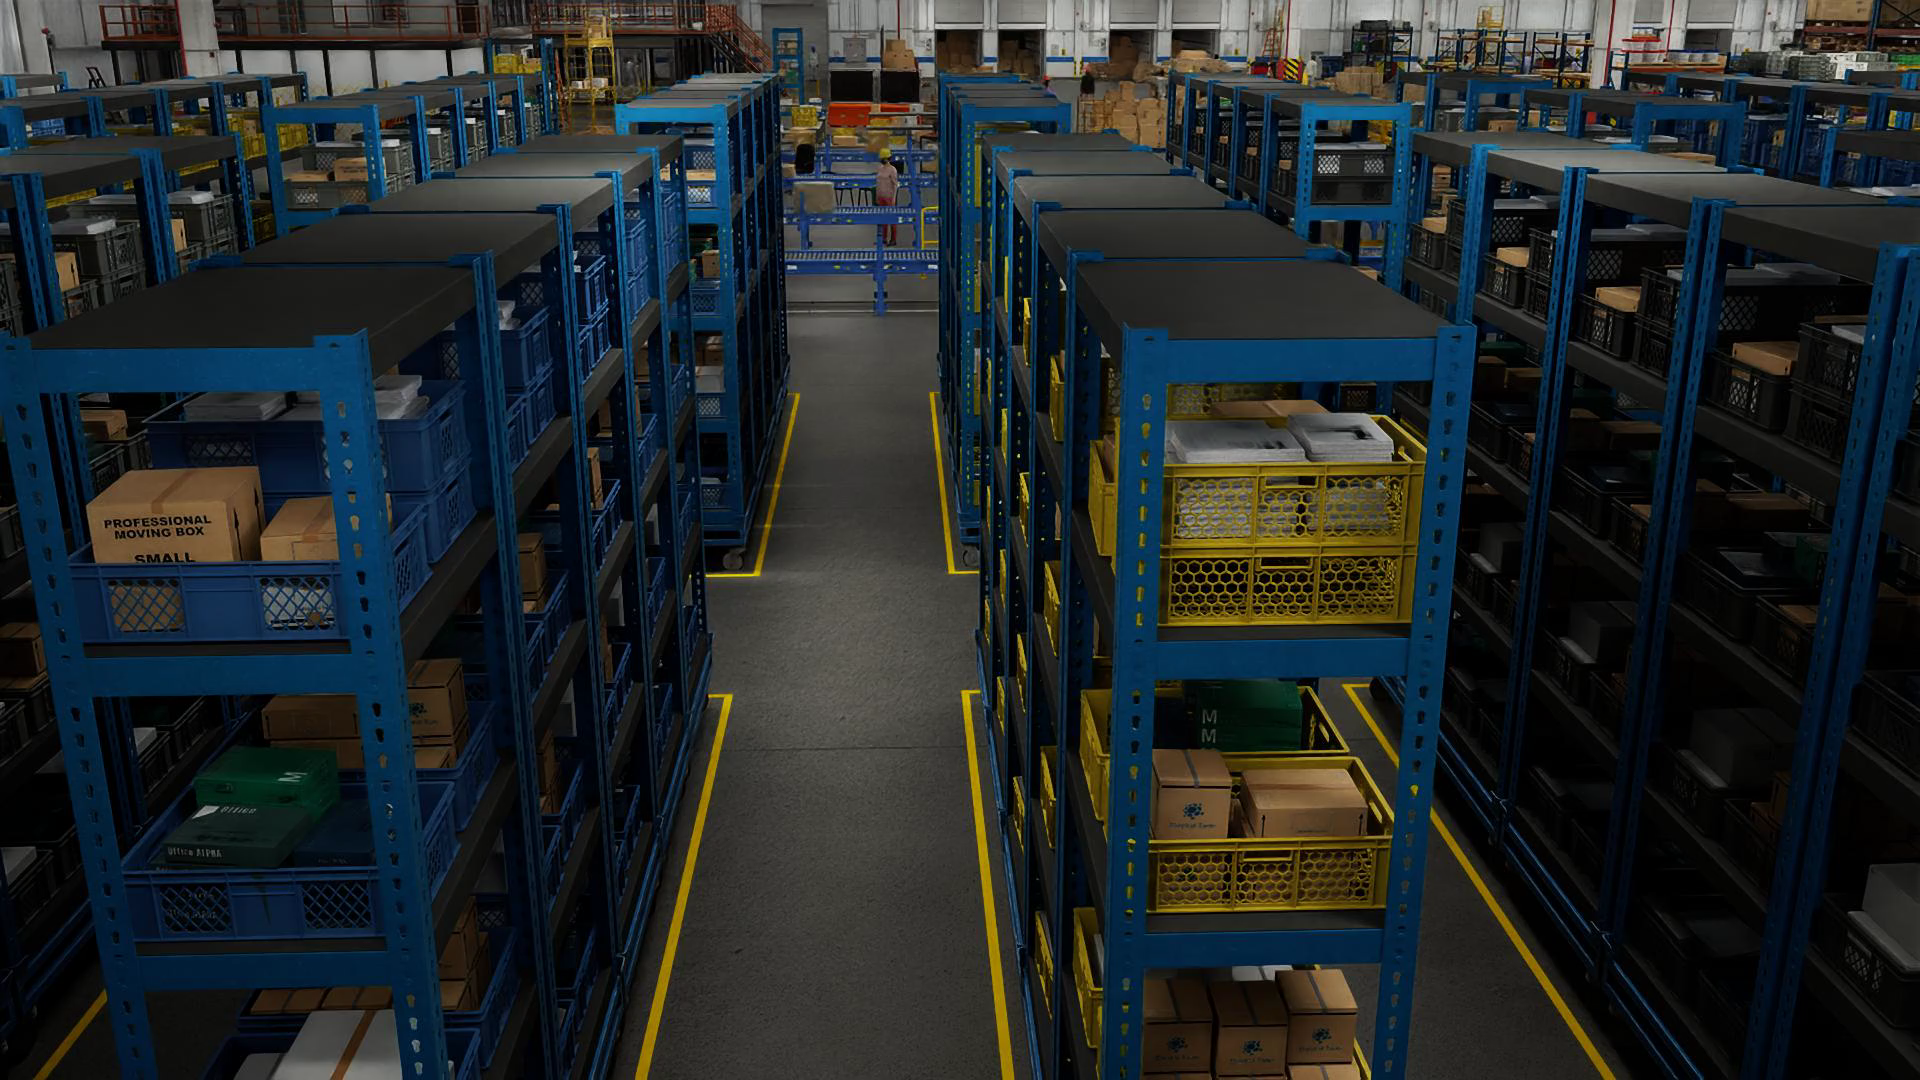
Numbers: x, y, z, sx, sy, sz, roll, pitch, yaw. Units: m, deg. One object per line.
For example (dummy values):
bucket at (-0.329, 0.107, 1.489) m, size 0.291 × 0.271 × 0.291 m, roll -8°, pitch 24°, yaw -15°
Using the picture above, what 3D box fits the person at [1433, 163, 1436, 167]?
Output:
person at (12.263, -10.369, 43.322) m, size 0.543 × 1.649 × 0.887 m, roll 0°, pitch 18°, yaw 0°

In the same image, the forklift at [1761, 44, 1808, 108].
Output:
forklift at (31.244, -17.279, 62.732) m, size 1.129 × 2.768 × 1.873 m, roll -1°, pitch 18°, yaw -2°

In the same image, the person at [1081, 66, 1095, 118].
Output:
person at (4.976, -17.357, 64.425) m, size 0.620 × 1.975 × 0.693 m, roll 13°, pitch 22°, yaw 35°

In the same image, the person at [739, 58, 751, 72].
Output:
person at (-11.358, -24.798, 87.697) m, size 0.653 × 1.823 × 0.431 m, roll -10°, pitch 20°, yaw -28°

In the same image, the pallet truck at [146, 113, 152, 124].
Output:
pallet truck at (-18.087, -8.309, 36.390) m, size 1.885 × 1.965 × 0.823 m, roll -1°, pitch 18°, yaw -4°

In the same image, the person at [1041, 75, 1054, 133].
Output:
person at (2.847, -14.385, 55.173) m, size 0.811 × 2.010 × 0.635 m, roll -11°, pitch 21°, yaw -31°

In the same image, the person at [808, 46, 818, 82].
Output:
person at (-8.287, -26.919, 94.056) m, size 0.601 × 1.948 × 0.386 m, roll -16°, pitch 24°, yaw -41°

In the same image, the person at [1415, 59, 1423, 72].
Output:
person at (20.377, -20.426, 73.990) m, size 0.372 × 1.934 × 0.627 m, roll 3°, pitch 18°, yaw 11°

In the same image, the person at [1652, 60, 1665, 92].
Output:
person at (30.171, -19.734, 71.793) m, size 0.361 × 1.964 × 0.613 m, roll -10°, pitch 20°, yaw -27°

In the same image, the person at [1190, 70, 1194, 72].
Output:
person at (9.088, -17.683, 65.809) m, size 0.580 × 1.739 × 0.542 m, roll 17°, pitch 25°, yaw 42°

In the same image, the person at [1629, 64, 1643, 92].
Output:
person at (33.502, -23.119, 82.536) m, size 0.938 × 1.801 × 0.513 m, roll 5°, pitch 19°, yaw 15°

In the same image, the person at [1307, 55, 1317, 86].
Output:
person at (16.798, -22.177, 79.422) m, size 0.374 × 1.933 × 0.621 m, roll -10°, pitch 21°, yaw -29°

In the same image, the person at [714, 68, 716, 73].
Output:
person at (-14.106, -26.800, 93.717) m, size 0.939 × 1.930 × 0.592 m, roll -6°, pitch 19°, yaw -19°

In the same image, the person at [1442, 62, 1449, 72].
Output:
person at (21.883, -20.686, 75.094) m, size 0.284 × 1.746 × 0.489 m, roll 7°, pitch 19°, yaw 20°

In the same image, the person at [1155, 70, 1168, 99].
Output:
person at (7.852, -17.347, 64.656) m, size 0.507 × 1.827 × 0.998 m, roll 15°, pitch 23°, yaw 38°

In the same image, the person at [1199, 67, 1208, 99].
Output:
person at (9.033, -16.648, 62.124) m, size 0.536 × 2.000 × 0.701 m, roll 10°, pitch 21°, yaw 29°

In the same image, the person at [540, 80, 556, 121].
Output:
person at (-15.495, -16.695, 62.523) m, size 0.349 × 1.882 × 0.584 m, roll 13°, pitch 22°, yaw 36°

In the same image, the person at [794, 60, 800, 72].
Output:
person at (-8.933, -25.899, 91.028) m, size 0.470 × 1.865 × 0.660 m, roll 7°, pitch 19°, yaw 19°

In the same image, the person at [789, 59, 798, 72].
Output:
person at (-9.016, -25.781, 90.585) m, size 0.553 × 1.936 × 0.389 m, roll -2°, pitch 18°, yaw -7°

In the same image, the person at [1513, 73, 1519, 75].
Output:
person at (19.589, -15.581, 59.016) m, size 0.466 × 1.918 × 0.563 m, roll -1°, pitch 18°, yaw -2°

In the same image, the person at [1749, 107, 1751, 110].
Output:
person at (19.105, -9.525, 40.315) m, size 0.543 × 1.888 × 0.658 m, roll -1°, pitch 18°, yaw -3°

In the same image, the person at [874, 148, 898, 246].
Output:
person at (-1.359, -6.301, 30.548) m, size 0.524 × 1.768 × 0.311 m, roll 17°, pitch 24°, yaw 42°

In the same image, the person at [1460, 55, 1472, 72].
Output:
person at (23.902, -21.930, 78.666) m, size 0.393 × 1.920 × 0.587 m, roll -14°, pitch 22°, yaw -36°

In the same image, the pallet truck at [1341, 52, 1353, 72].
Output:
pallet truck at (18.794, -23.123, 82.231) m, size 0.823 × 1.965 × 1.885 m, roll -13°, pitch 22°, yaw -35°

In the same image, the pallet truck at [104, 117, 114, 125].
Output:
pallet truck at (-18.367, -7.885, 35.078) m, size 1.885 × 1.965 × 0.823 m, roll 1°, pitch 18°, yaw 2°

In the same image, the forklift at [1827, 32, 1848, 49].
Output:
forklift at (46.023, -25.321, 87.619) m, size 1.129 × 2.768 × 1.873 m, roll -1°, pitch 18°, yaw -2°

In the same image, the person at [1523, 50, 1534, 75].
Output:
person at (30.033, -24.876, 87.805) m, size 0.861 × 1.904 × 0.555 m, roll -11°, pitch 21°, yaw -30°

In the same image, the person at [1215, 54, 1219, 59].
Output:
person at (13.515, -24.759, 87.777) m, size 0.318 × 1.697 × 0.533 m, roll 1°, pitch 18°, yaw 2°

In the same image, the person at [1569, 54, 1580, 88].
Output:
person at (29.614, -22.414, 80.166) m, size 0.378 × 1.918 × 0.585 m, roll 12°, pitch 21°, yaw 33°
